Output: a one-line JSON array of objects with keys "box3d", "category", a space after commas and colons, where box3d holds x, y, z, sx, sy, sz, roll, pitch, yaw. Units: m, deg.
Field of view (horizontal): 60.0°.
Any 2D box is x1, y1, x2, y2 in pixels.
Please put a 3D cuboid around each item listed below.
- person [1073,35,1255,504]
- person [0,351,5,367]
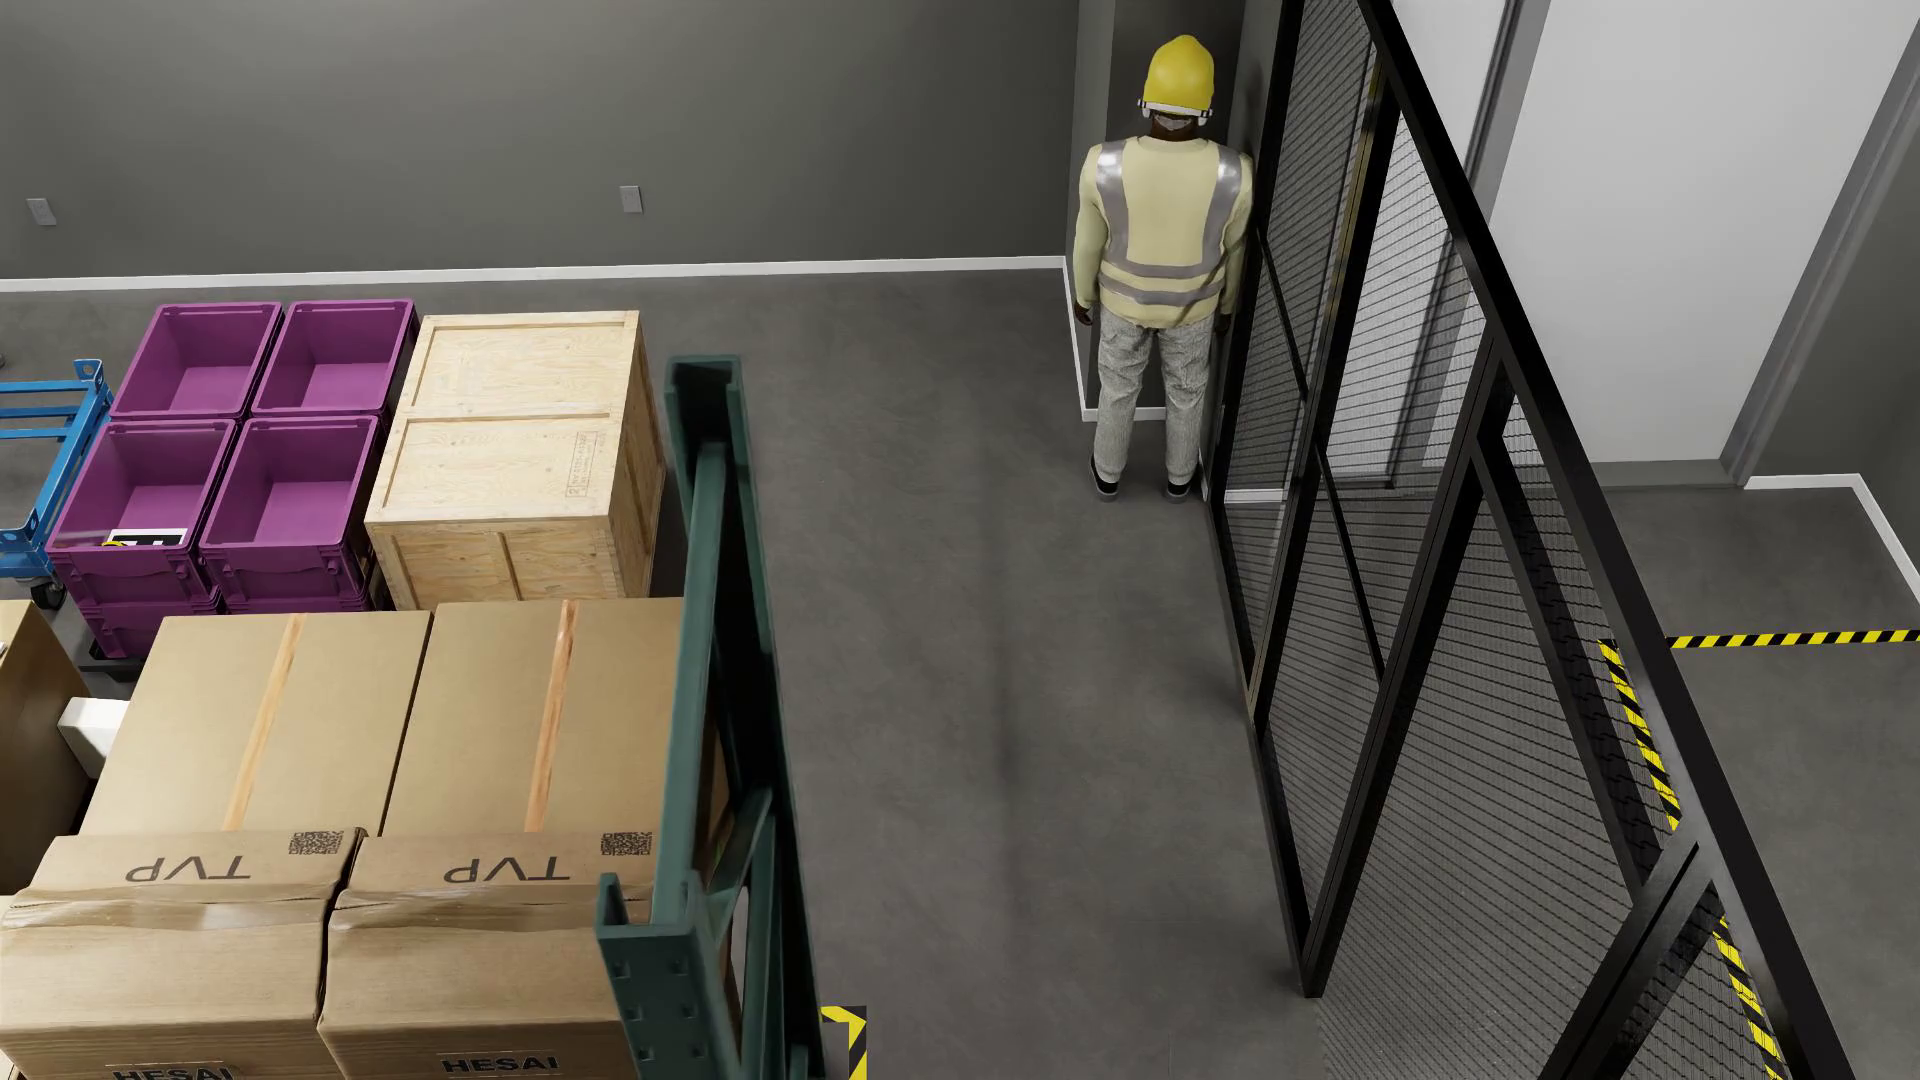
[{"box3d": [0.674, -0.857, 5.646, 0.588, 1.834, 0.403, 4, 46, 4], "category": "person"}, {"box3d": [-4.038, -1.270, 5.969, 0.372, 1.940, 0.630, -3, 46, -3], "category": "person"}]
